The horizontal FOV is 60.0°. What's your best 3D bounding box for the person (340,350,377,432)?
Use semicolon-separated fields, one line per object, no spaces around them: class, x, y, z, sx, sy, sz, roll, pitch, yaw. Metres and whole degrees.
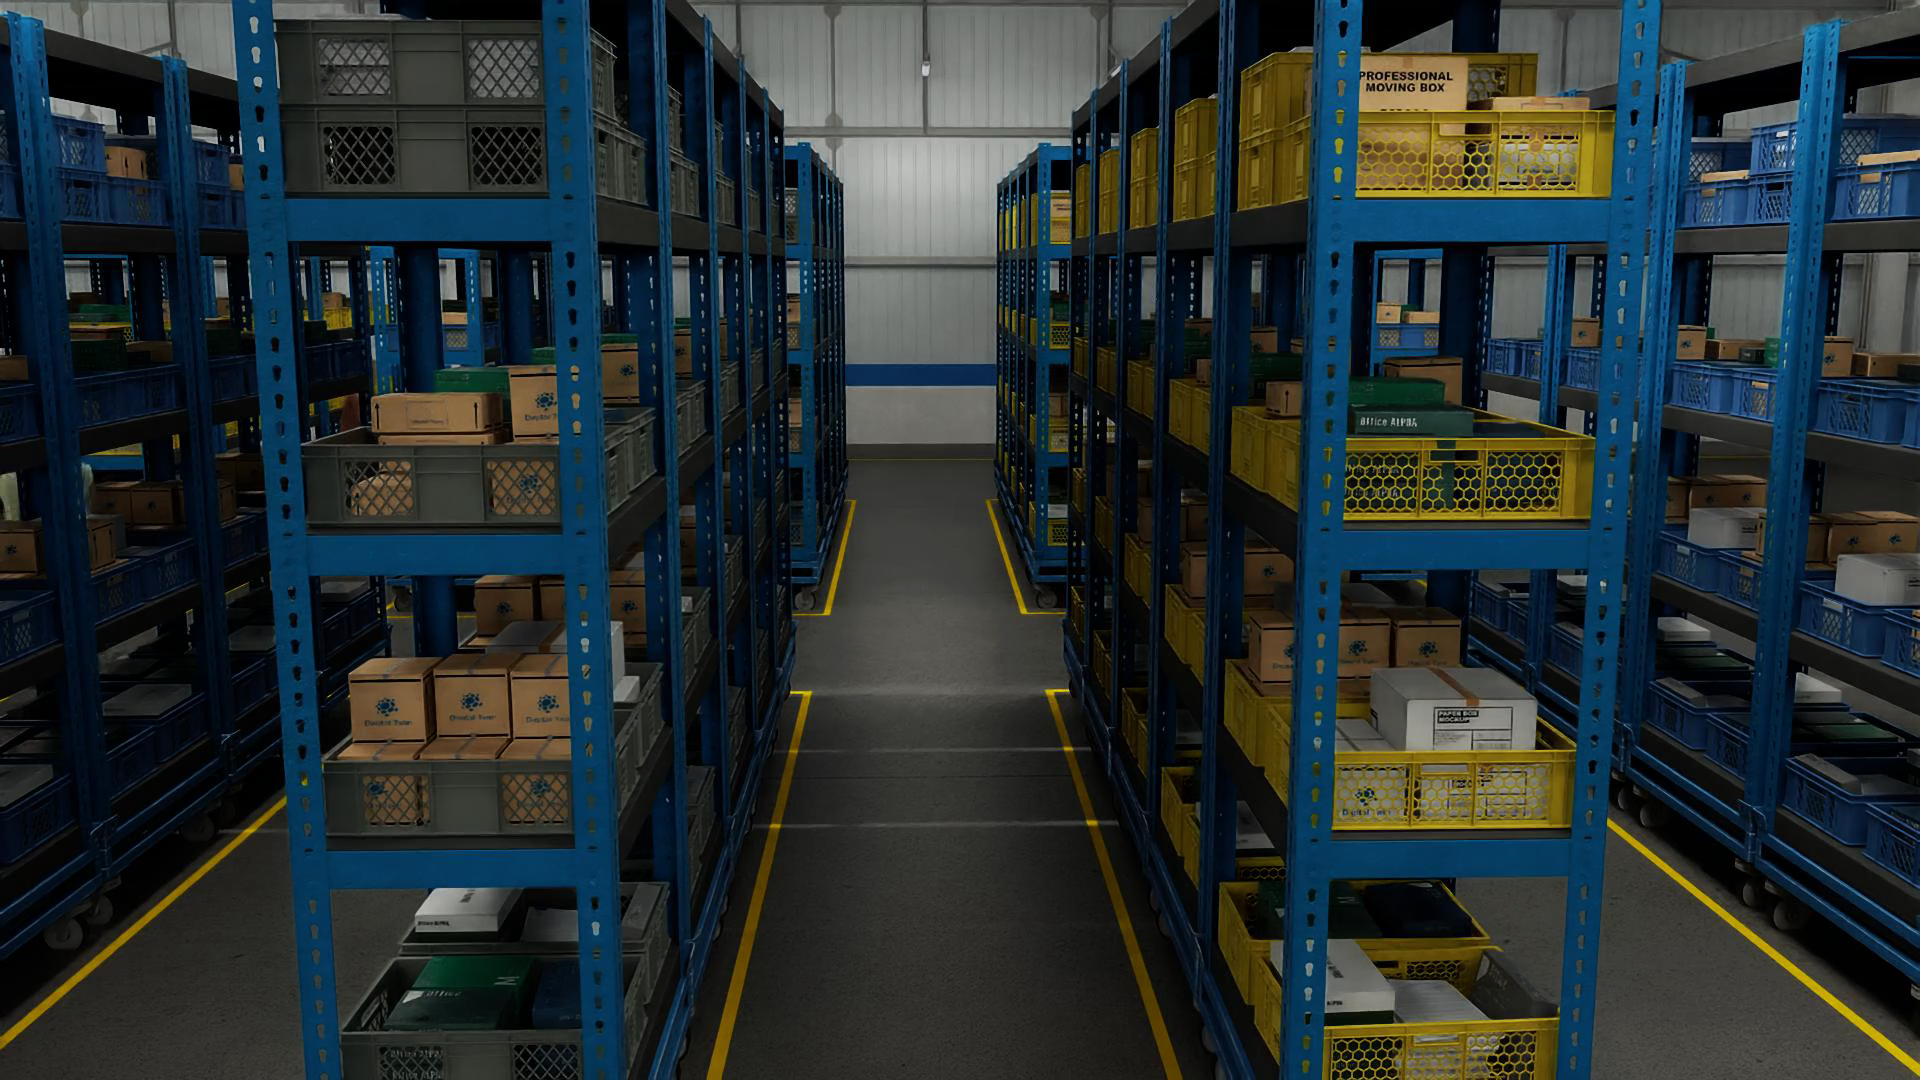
person;-5.488;-0.804;15.224;0.392;1.991;0.613;-3;10;-15

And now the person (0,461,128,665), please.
person;-5.586;0.103;10.359;0.908;1.777;0.585;8;12;40
